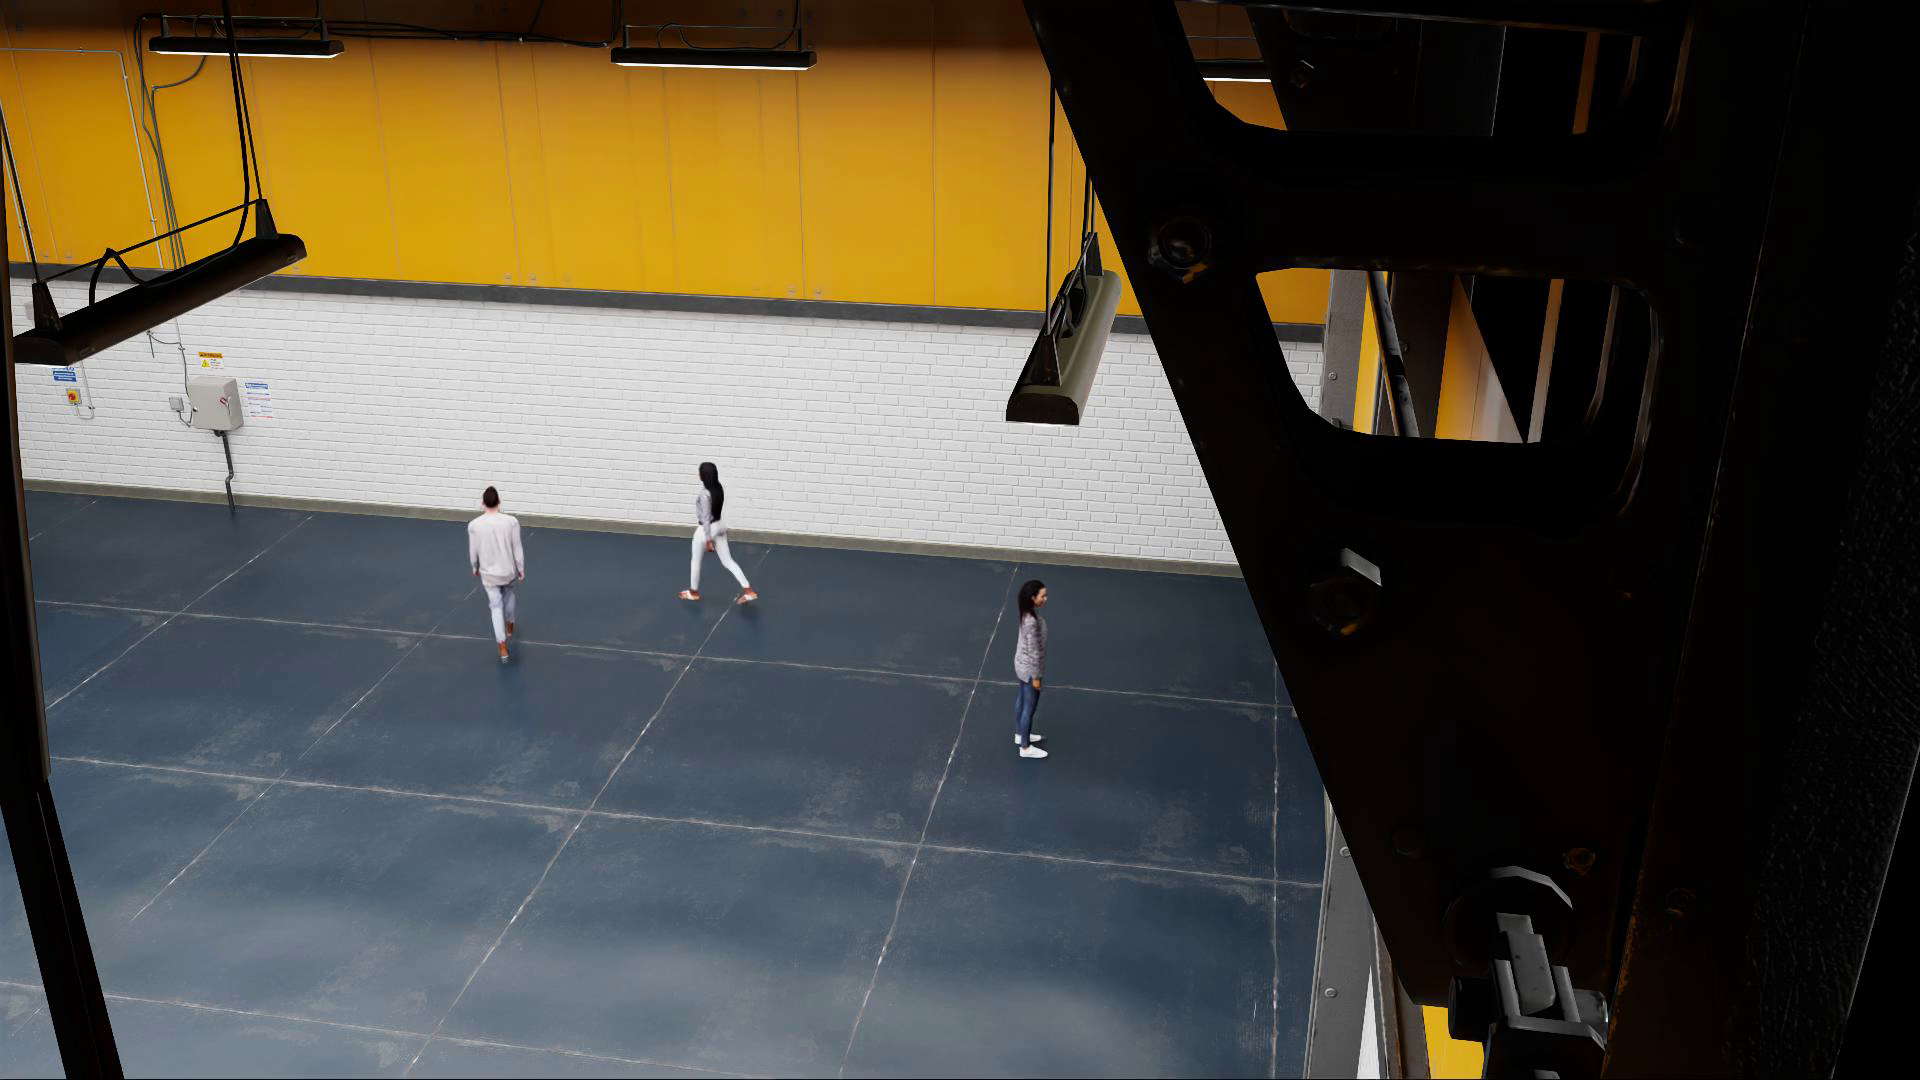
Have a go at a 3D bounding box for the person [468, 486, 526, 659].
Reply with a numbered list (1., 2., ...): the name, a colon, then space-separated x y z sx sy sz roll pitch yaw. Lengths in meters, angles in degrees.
1. person: -4.765 0.361 17.153 1.042 1.798 1.288 -7 24 -15

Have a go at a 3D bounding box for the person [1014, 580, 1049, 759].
1. person: 0.641 1.166 15.391 0.728 1.734 0.561 -2 24 -6

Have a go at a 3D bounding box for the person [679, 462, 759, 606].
1. person: -2.628 -0.036 18.206 0.869 1.681 1.201 10 26 22
